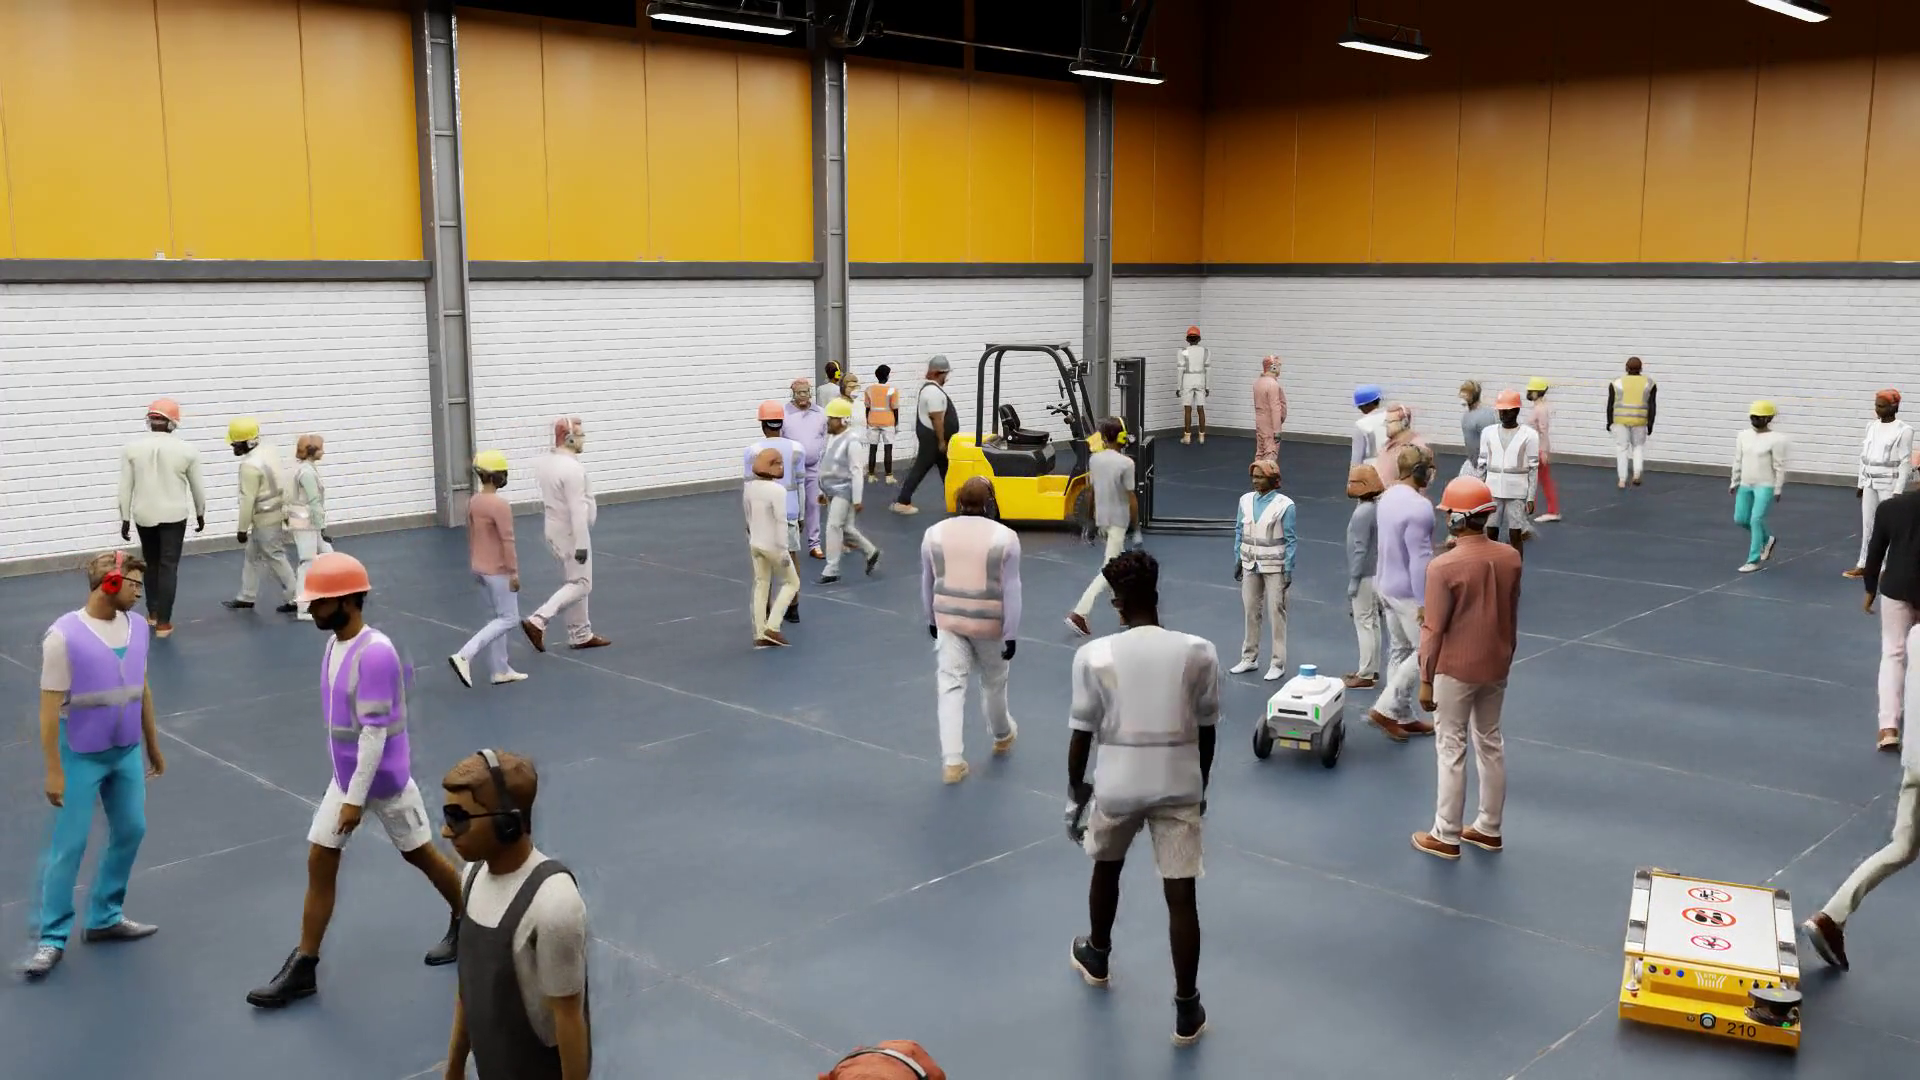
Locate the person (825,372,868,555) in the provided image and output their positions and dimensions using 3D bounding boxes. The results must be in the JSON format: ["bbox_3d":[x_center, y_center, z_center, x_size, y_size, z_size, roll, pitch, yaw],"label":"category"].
[{"bbox_3d":[-1.210,-0.825,17.795,0.359,1.938,0.632,6,11,33],"label":"person"}]

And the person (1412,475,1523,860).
[{"bbox_3d":[2.599,0.659,8.565,0.617,1.990,0.400,-5,10,-26],"label":"person"}]

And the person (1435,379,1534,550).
[{"bbox_3d":[5.712,-0.802,17.926,1.031,1.875,0.641,-1,9,-7],"label":"person"}]

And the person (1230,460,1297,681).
[{"bbox_3d":[2.253,0.217,12.320,0.311,1.638,0.522,-9,13,-43],"label":"person"}]

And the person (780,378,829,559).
[{"bbox_3d":[-1.644,-0.734,17.333,0.651,1.907,0.409,-4,10,-22],"label":"person"}]

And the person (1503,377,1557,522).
[{"bbox_3d":[6.808,-1.068,19.875,0.817,1.738,0.523,2,9,10],"label":"person"}]

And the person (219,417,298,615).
[{"bbox_3d":[-6.130,-0.197,14.451,0.790,1.770,0.658,-2,9,-11],"label":"person"}]

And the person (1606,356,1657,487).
[{"bbox_3d":[9.321,-1.636,23.130,0.628,1.826,0.465,3,10,17],"label":"person"}]

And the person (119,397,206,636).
[{"bbox_3d":[-6.656,-0.212,13.948,0.624,1.961,0.786,-2,9,-13],"label":"person"}]

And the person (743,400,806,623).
[{"bbox_3d":[-1.586,-0.232,14.213,0.540,1.930,0.382,-3,10,-18],"label":"person"}]

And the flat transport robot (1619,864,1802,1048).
[{"bbox_3d":[3.224,1.742,7.153,0.652,0.197,1.431,4,10,24],"label":"flat transport robot"}]

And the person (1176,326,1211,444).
[{"bbox_3d":[4.036,-2.680,28.860,0.609,2.040,0.395,-2,9,-10],"label":"person"}]

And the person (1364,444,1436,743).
[{"bbox_3d":[2.868,0.348,10.621,0.490,1.927,0.685,-1,9,-6],"label":"person"}]

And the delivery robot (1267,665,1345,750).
[{"bbox_3d":[2.171,1.023,10.406,0.477,0.478,0.707,4,10,25],"label":"delivery robot"}]

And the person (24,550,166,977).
[{"bbox_3d":[-3.859,0.956,7.317,0.389,1.798,0.773,3,10,20],"label":"person"}]

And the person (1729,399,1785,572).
[{"bbox_3d":[8.065,-0.558,16.736,0.572,1.748,0.531,-5,10,-26],"label":"person"}]

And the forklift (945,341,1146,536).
[{"bbox_3d":[0.977,-1.223,19.452,2.313,2.155,1.214,2,9,11],"label":"forklift"}]

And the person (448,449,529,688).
[{"bbox_3d":[-3.409,0.219,11.970,0.582,1.746,0.535,-8,12,-39],"label":"person"}]

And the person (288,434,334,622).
[{"bbox_3d":[-5.588,-0.104,14.336,0.394,1.624,0.533,-3,10,-19],"label":"person"}]

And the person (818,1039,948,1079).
[{"bbox_3d":[-0.134,1.682,2.593,0.576,1.885,0.355,4,10,22],"label":"person"}]

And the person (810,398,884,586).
[{"bbox_3d":[-1.096,-0.480,16.069,0.803,1.809,0.586,-5,10,-28],"label":"person"}]

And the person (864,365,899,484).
[{"bbox_3d":[-1.098,-1.624,23.454,0.534,1.691,0.318,3,10,17],"label":"person"}]

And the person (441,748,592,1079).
[{"bbox_3d":[-1.168,1.430,4.272,0.434,1.835,0.551,-7,12,-39],"label":"person"}]

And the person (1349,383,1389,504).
[{"bbox_3d":[4.263,-0.619,16.696,0.772,1.903,0.401,-3,10,-19],"label":"person"}]

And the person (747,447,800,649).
[{"bbox_3d":[-1.495,0.068,13.264,0.357,1.619,0.520,-8,12,-42],"label":"person"}]

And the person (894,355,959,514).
[{"bbox_3d":[-0.338,-1.332,20.590,1.051,2.000,0.679,0,9,-2],"label":"person"}]

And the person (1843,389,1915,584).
[{"bbox_3d":[8.908,-0.519,16.090,0.356,1.884,0.572,-2,9,-13],"label":"person"}]

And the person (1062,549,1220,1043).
[{"bbox_3d":[0.732,0.996,6.769,0.641,1.900,0.850,0,9,2],"label":"person"}]

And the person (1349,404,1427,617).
[{"bbox_3d":[3.856,-0.246,14.438,0.817,1.881,0.651,-3,10,-17],"label":"person"}]

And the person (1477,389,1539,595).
[{"bbox_3d":[5.047,-0.433,15.396,0.553,1.935,0.361,6,11,34],"label":"person"}]

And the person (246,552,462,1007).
[{"bbox_3d":[-2.488,0.968,7.021,0.545,1.881,1.042,8,12,42],"label":"person"}]

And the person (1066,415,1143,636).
[{"bbox_3d":[1.250,-0.125,13.852,0.943,1.833,0.532,-7,11,-35],"label":"person"}]

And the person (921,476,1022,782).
[{"bbox_3d":[0.093,0.502,10.084,0.644,1.793,0.946,3,10,16],"label":"person"}]

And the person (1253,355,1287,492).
[{"bbox_3d":[4.091,-1.478,21.885,0.411,1.913,0.643,-2,9,-12],"label":"person"}]

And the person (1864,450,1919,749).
[{"bbox_3d":[6.083,0.351,10.591,0.636,1.942,1.043,7,12,38],"label":"person"}]

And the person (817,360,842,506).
[{"bbox_3d":[-1.607,-1.355,21.254,0.515,1.872,0.328,7,12,38],"label":"person"}]

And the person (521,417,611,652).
[{"bbox_3d":[-3.118,-0.028,13.083,0.682,1.885,0.646,-6,11,-32],"label":"person"}]

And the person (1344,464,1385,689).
[{"bbox_3d":[2.924,0.264,12.053,0.266,1.632,0.506,5,10,27],"label":"person"}]

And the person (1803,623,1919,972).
[{"bbox_3d":[4.097,0.978,7.066,0.838,1.838,0.504,-2,9,-10],"label":"person"}]
